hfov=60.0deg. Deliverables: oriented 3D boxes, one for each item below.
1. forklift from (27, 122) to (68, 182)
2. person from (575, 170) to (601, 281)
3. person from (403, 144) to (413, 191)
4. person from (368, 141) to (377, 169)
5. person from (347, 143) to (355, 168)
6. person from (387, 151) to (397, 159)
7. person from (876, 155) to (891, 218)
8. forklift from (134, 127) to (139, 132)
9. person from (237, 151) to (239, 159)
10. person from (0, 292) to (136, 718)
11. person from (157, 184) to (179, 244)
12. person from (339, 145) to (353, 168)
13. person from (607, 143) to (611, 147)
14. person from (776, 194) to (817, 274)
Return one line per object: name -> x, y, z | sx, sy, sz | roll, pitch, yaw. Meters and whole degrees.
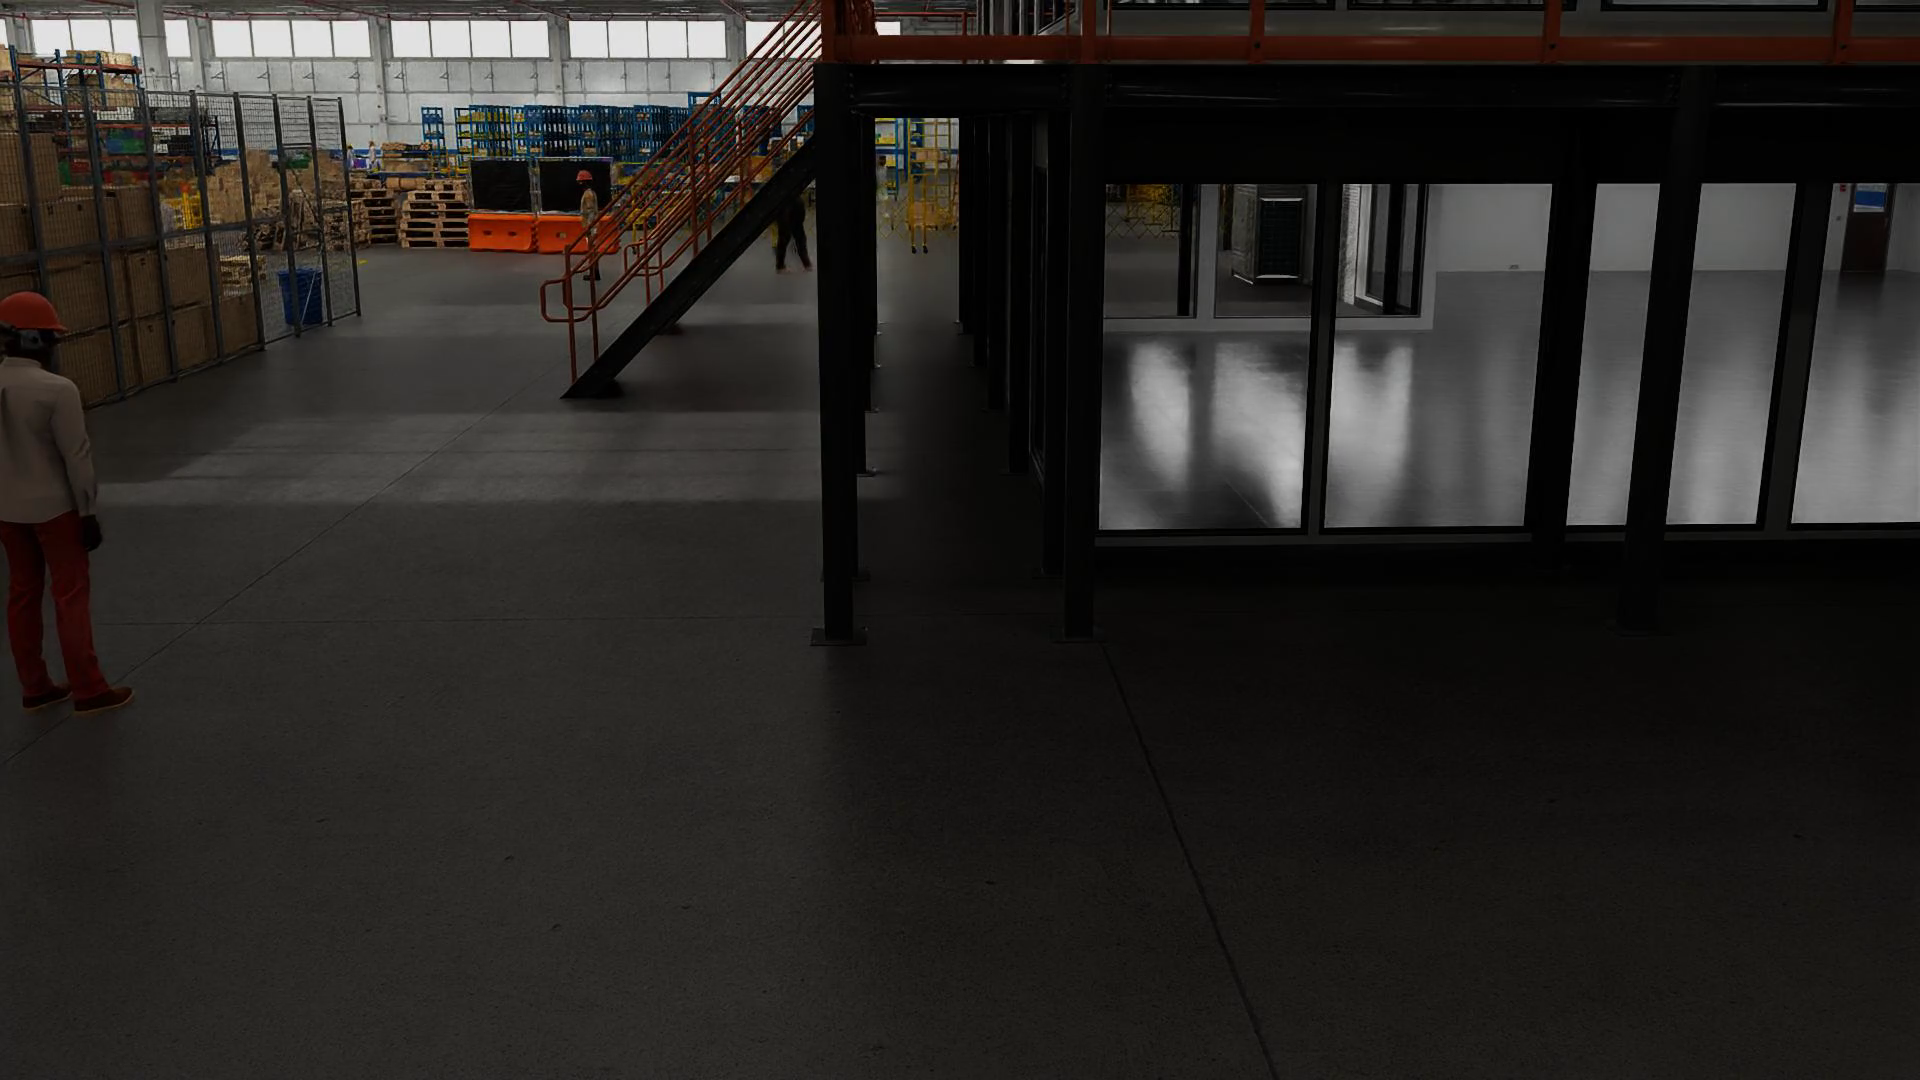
forklift -> -35.376, -14.773, 64.377 | 1.129, 2.768, 1.873 | -1, 14, -2
person -> -6.614, -5.584, 29.566 | 0.373, 1.934, 0.552 | -2, 14, -9
person -> -22.362, -15.064, 67.432 | 0.397, 1.946, 0.617 | -9, 17, -31
person -> -29.824, -19.297, 84.441 | 0.399, 1.904, 0.644 | -4, 15, -15
person -> -32.294, -20.142, 88.141 | 0.484, 1.745, 0.298 | -9, 16, -31
person -> -26.605, -17.633, 78.023 | 0.998, 1.792, 0.583 | 11, 18, 38
person -> -2.366, -10.553, 49.623 | 0.719, 1.850, 0.514 | 12, 18, 40
forklift -> -38.087, -18.186, 78.020 | 1.129, 2.768, 1.873 | -1, 14, -2
person -> -37.197, -19.659, 86.286 | 0.565, 1.713, 0.877 | -13, 19, -43
person -> -4.263, -0.150, 7.744 | 0.612, 1.986, 0.401 | 4, 15, 14
person -> -11.684, -4.209, 24.157 | 0.514, 1.898, 0.661 | 7, 16, 27
person -> -27.425, -16.758, 74.429 | 0.592, 1.837, 0.404 | 2, 14, 6
person -> -18.100, -19.461, 85.309 | 0.642, 1.798, 0.432 | -8, 16, -30
person -> -3.028, -5.936, 30.760 | 0.913, 2.000, 0.708 | 4, 15, 17
